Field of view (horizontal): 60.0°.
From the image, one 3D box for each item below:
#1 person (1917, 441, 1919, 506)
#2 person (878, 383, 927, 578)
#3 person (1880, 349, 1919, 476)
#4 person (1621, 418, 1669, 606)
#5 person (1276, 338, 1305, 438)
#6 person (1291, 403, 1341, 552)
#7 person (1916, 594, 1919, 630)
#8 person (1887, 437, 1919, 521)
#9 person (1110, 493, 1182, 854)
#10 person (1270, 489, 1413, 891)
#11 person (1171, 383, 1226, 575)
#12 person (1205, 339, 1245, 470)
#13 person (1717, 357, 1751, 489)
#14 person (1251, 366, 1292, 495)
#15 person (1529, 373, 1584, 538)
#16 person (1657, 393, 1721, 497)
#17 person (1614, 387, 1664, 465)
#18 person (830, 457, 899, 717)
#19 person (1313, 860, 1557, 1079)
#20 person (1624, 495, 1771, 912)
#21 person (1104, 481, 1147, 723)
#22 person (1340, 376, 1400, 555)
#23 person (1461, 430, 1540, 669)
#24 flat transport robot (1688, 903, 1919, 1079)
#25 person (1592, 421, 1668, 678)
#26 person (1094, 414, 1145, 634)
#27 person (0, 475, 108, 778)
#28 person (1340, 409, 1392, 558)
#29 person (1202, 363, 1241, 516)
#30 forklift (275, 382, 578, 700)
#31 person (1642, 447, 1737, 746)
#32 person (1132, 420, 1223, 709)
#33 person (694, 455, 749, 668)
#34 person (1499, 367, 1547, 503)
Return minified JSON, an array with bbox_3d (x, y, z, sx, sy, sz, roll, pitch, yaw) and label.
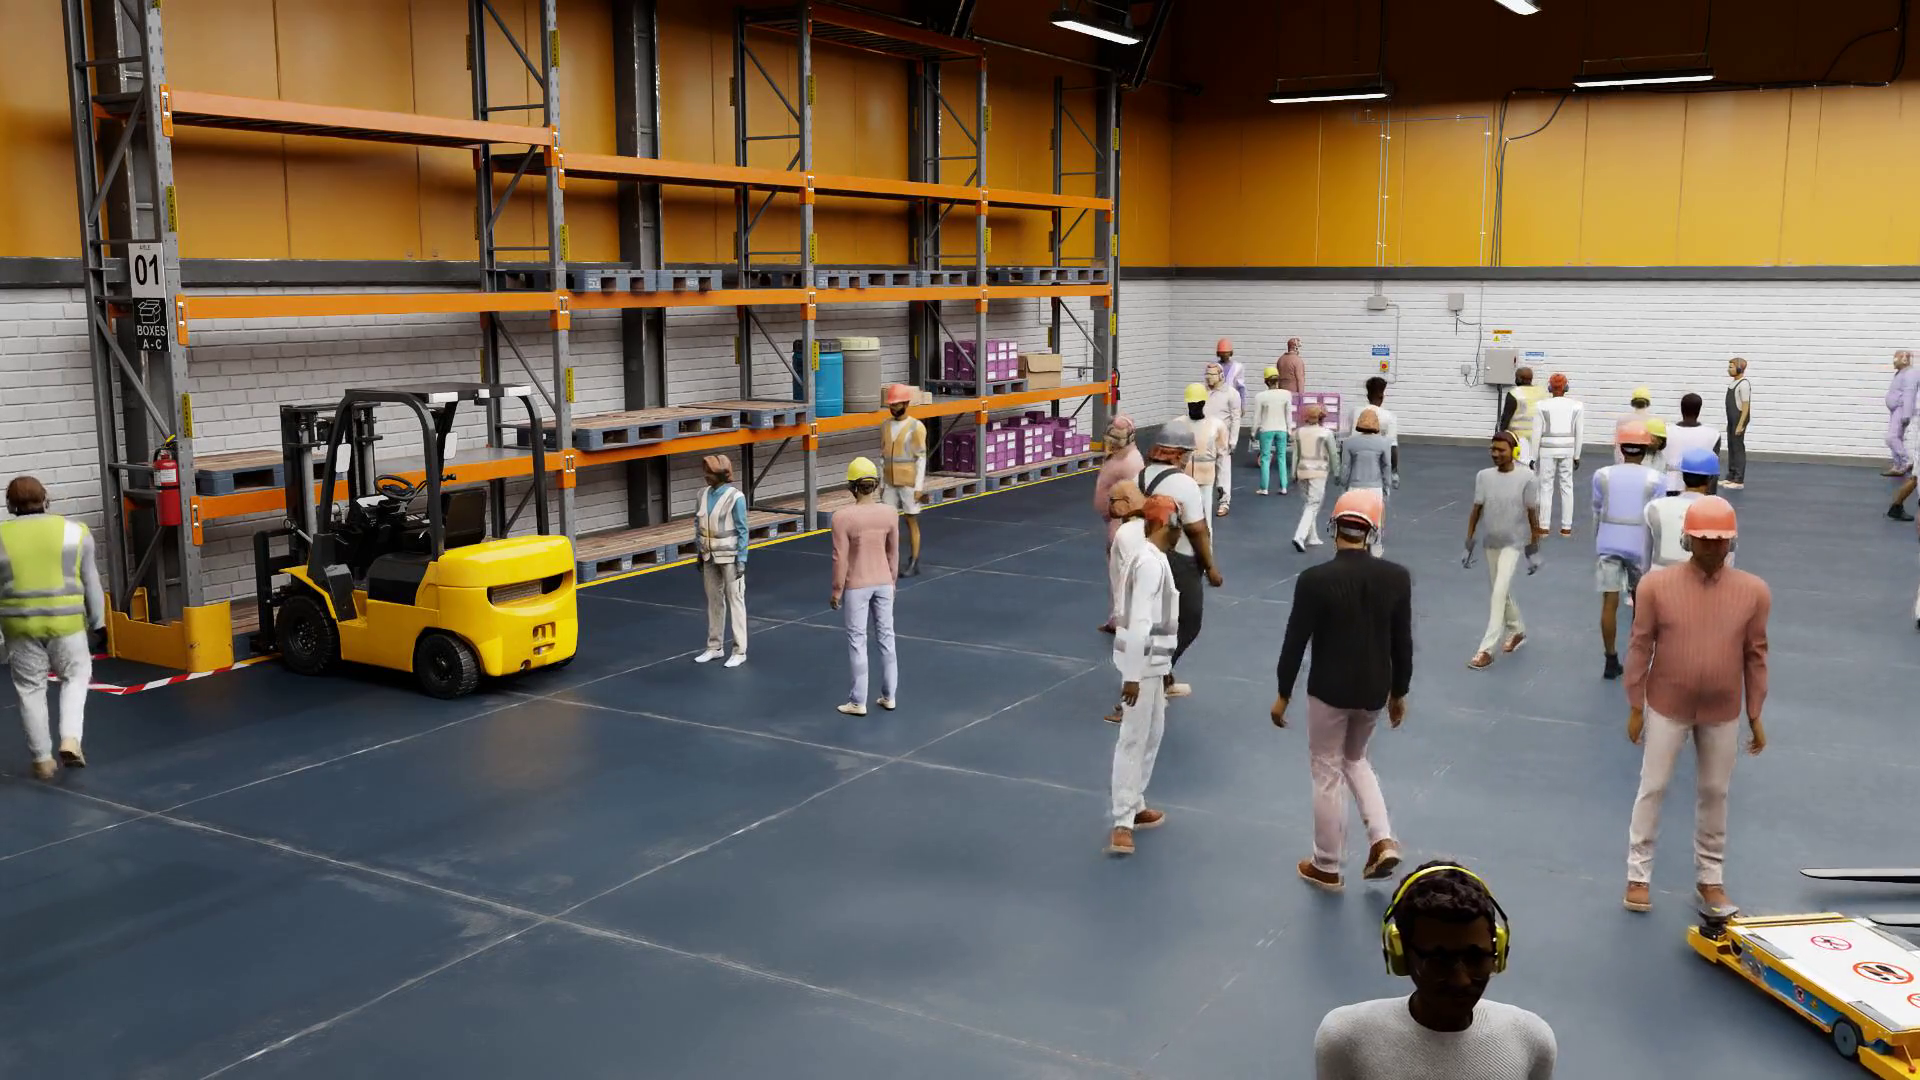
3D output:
[{"bbox_3d":[9.377,-0.419,15.737,0.506,1.832,0.644,-6,11,-33],"label":"person"},{"bbox_3d":[-0.597,-0.585,16.460,0.553,1.935,0.366,6,11,34],"label":"person"},{"bbox_3d":[13.867,-1.866,24.577,0.426,1.890,0.682,3,10,17],"label":"person"},{"bbox_3d":[6.154,-0.259,15.095,0.494,1.730,0.530,-3,9,-16],"label":"person"},{"bbox_3d":[5.710,-2.505,28.533,0.409,1.908,0.640,-5,10,-27],"label":"person"},{"bbox_3d":[3.817,-0.686,18.099,0.769,1.611,0.514,-8,12,-41],"label":"person"},{"bbox_3d":[8.341,-0.028,14.011,0.513,1.604,0.846,8,12,41],"label":"person"},{"bbox_3d":[11.619,-1.092,19.867,0.599,1.880,1.004,-4,10,-23],"label":"person"},{"bbox_3d":[0.972,0.696,8.768,0.359,1.855,0.745,2,9,11],"label":"person"},{"bbox_3d":[1.877,0.740,8.063,0.651,1.969,0.481,-4,10,-22],"label":"person"},{"bbox_3d":[2.348,-0.606,16.615,0.594,1.924,0.382,3,10,19],"label":"person"},{"bbox_3d":[4.054,-2.056,25.451,0.614,1.999,1.003,1,9,5],"label":"person"},{"bbox_3d":[10.841,-1.628,23.244,0.347,1.846,0.505,1,9,7],"label":"person"},{"bbox_3d":[4.225,-1.472,22.548,0.548,1.759,0.349,-1,9,-8],"label":"person"},{"bbox_3d":[6.793,-0.962,18.963,0.574,1.886,0.361,1,9,4],"label":"person"},{"bbox_3d":[6.955,-0.478,15.998,0.603,1.877,0.978,4,10,23],"label":"person"},{"bbox_3d":[7.753,-0.888,19.013,0.525,1.723,0.904,5,11,30],"label":"person"},{"bbox_3d":[-0.653,0.318,11.344,0.525,1.769,0.327,-6,11,-32],"label":"person"},{"bbox_3d":[0.942,1.547,3.351,0.512,1.873,0.329,-1,9,-4],"label":"person"},{"bbox_3d":[3.451,0.772,7.802,0.614,1.992,0.393,2,9,11],"label":"person"},{"bbox_3d":[1.125,0.414,11.162,0.268,1.630,0.507,3,10,19],"label":"person"},{"bbox_3d":[4.366,-0.757,17.546,0.798,1.916,0.619,-6,11,-33],"label":"person"},{"bbox_3d":[4.217,0.040,12.932,0.987,1.827,0.552,-9,13,-43],"label":"person"},{"bbox_3d":[3.657,1.804,6.721,0.652,0.197,1.431,-1,9,-8],"label":"flat transport robot"},{"bbox_3d":[5.065,0.051,12.595,0.542,1.893,0.948,5,11,30],"label":"person"},{"bbox_3d":[1.301,-0.100,13.640,0.410,1.876,0.735,-1,9,-3],"label":"person"},{"bbox_3d":[-5.453,0.525,9.900,0.674,1.820,0.444,-5,10,-27],"label":"person"},{"bbox_3d":[4.143,-0.520,16.991,0.507,1.631,0.266,2,9,14],"label":"person"},{"bbox_3d":[3.156,-1.246,20.675,0.642,1.909,0.399,7,12,39],"label":"person"},{"bbox_3d":[-3.974,-0.067,12.417,2.313,2.155,1.214,5,11,30],"label":"forklift"},{"bbox_3d":[4.713,0.348,10.735,0.608,1.905,0.956,8,12,40],"label":"person"},{"bbox_3d":[1.443,0.153,11.524,0.615,2.000,0.697,-5,10,-27],"label":"person"},{"bbox_3d":[-1.826,0.157,12.753,0.517,1.636,0.314,7,12,38],"label":"person"},{"bbox_3d":[7.374,-1.380,21.875,0.639,1.797,0.945,-5,10,-28],"label":"person"}]
